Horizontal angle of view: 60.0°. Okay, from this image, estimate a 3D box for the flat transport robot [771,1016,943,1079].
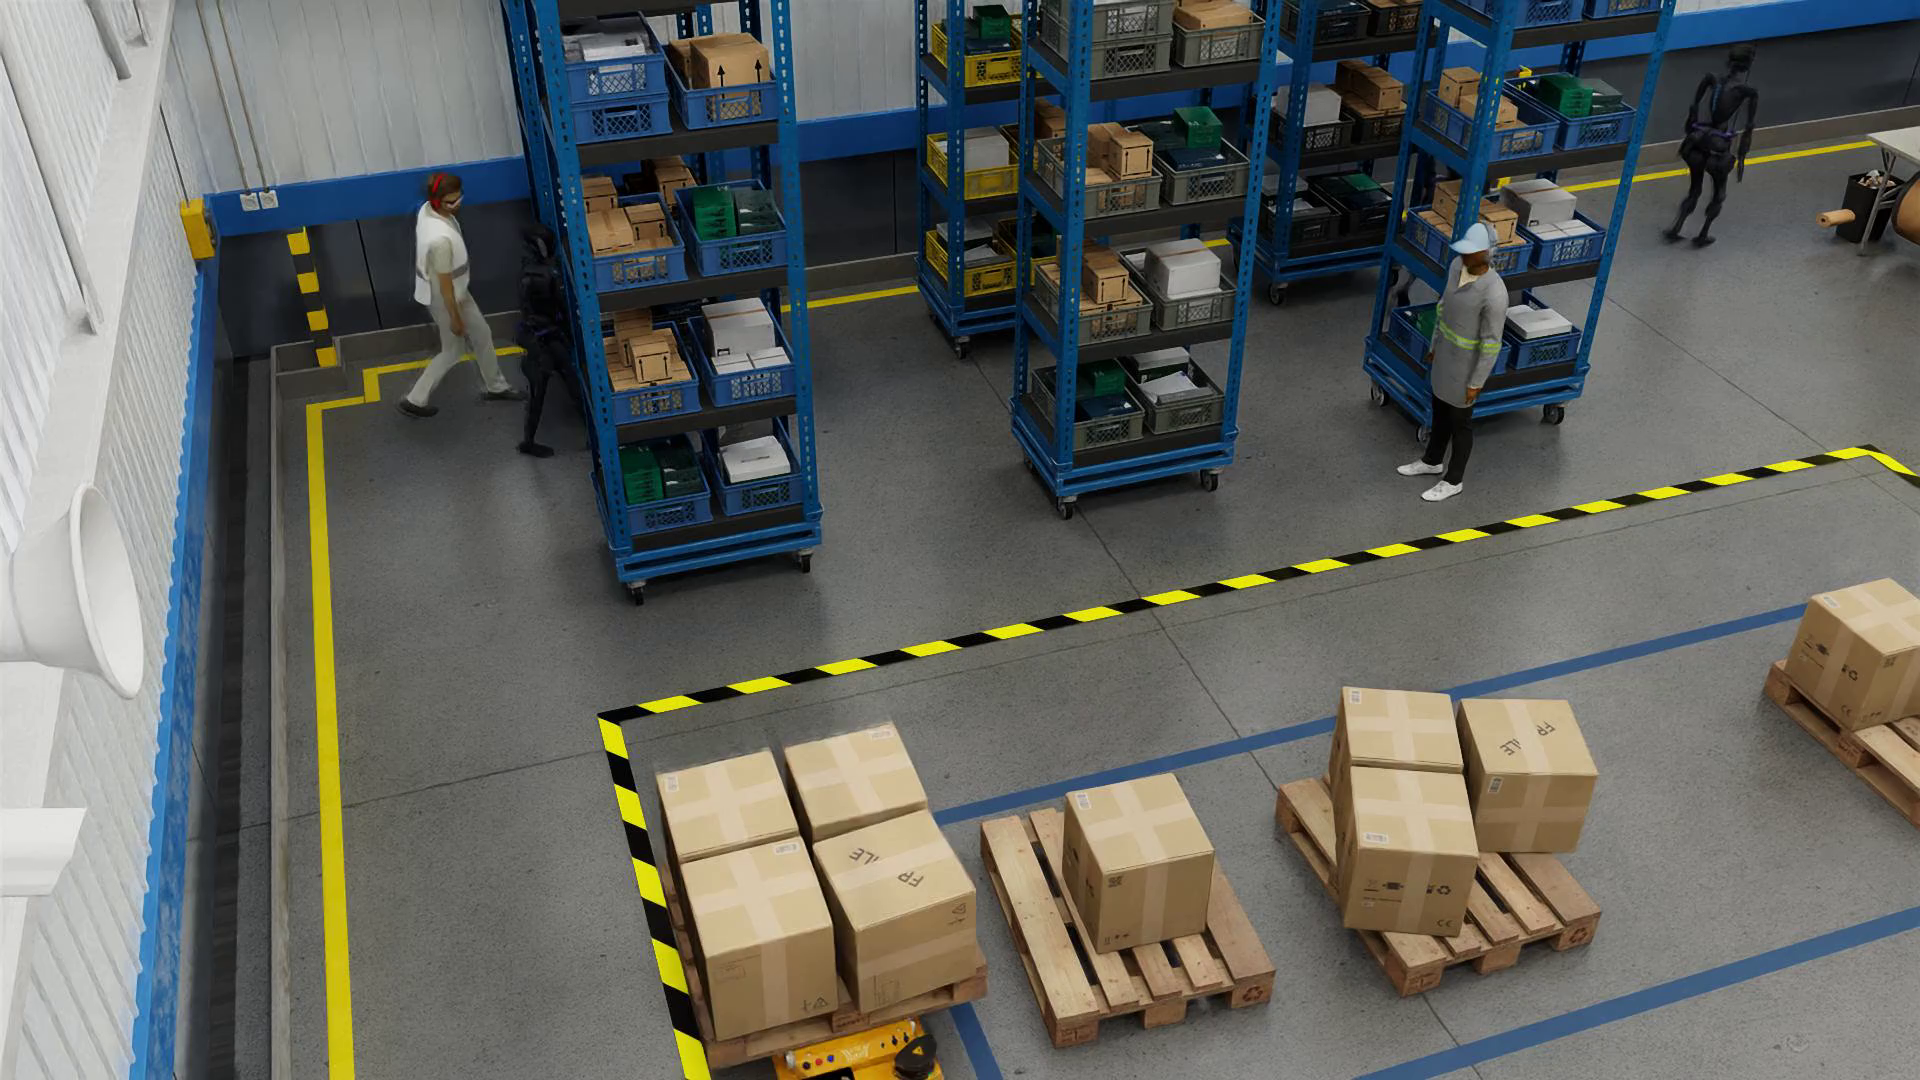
[{"bbox_3d":[-0.606,1.881,7.364,0.652,0.197,1.431,-11,37,-15],"label":"flat transport robot"}]

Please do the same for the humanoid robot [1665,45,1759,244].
[{"bbox_3d":[6.023,-3.141,13.296,0.376,1.659,0.608,-22,41,-28],"label":"humanoid robot"}]

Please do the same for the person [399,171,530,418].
[{"bbox_3d":[-3.430,-1.628,11.047,0.811,1.786,0.658,-7,36,-10],"label":"person"}]

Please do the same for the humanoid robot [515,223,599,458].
[{"bbox_3d":[-2.602,-1.249,10.619,0.719,1.634,0.601,8,36,11],"label":"humanoid robot"}]

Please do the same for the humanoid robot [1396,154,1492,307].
[{"bbox_3d":[3.638,-2.499,12.404,0.700,1.638,0.588,-28,44,-34],"label":"humanoid robot"}]

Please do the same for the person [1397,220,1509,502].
[{"bbox_3d":[3.046,-1.102,10.244,0.382,1.851,0.596,-9,36,-12],"label":"person"}]
